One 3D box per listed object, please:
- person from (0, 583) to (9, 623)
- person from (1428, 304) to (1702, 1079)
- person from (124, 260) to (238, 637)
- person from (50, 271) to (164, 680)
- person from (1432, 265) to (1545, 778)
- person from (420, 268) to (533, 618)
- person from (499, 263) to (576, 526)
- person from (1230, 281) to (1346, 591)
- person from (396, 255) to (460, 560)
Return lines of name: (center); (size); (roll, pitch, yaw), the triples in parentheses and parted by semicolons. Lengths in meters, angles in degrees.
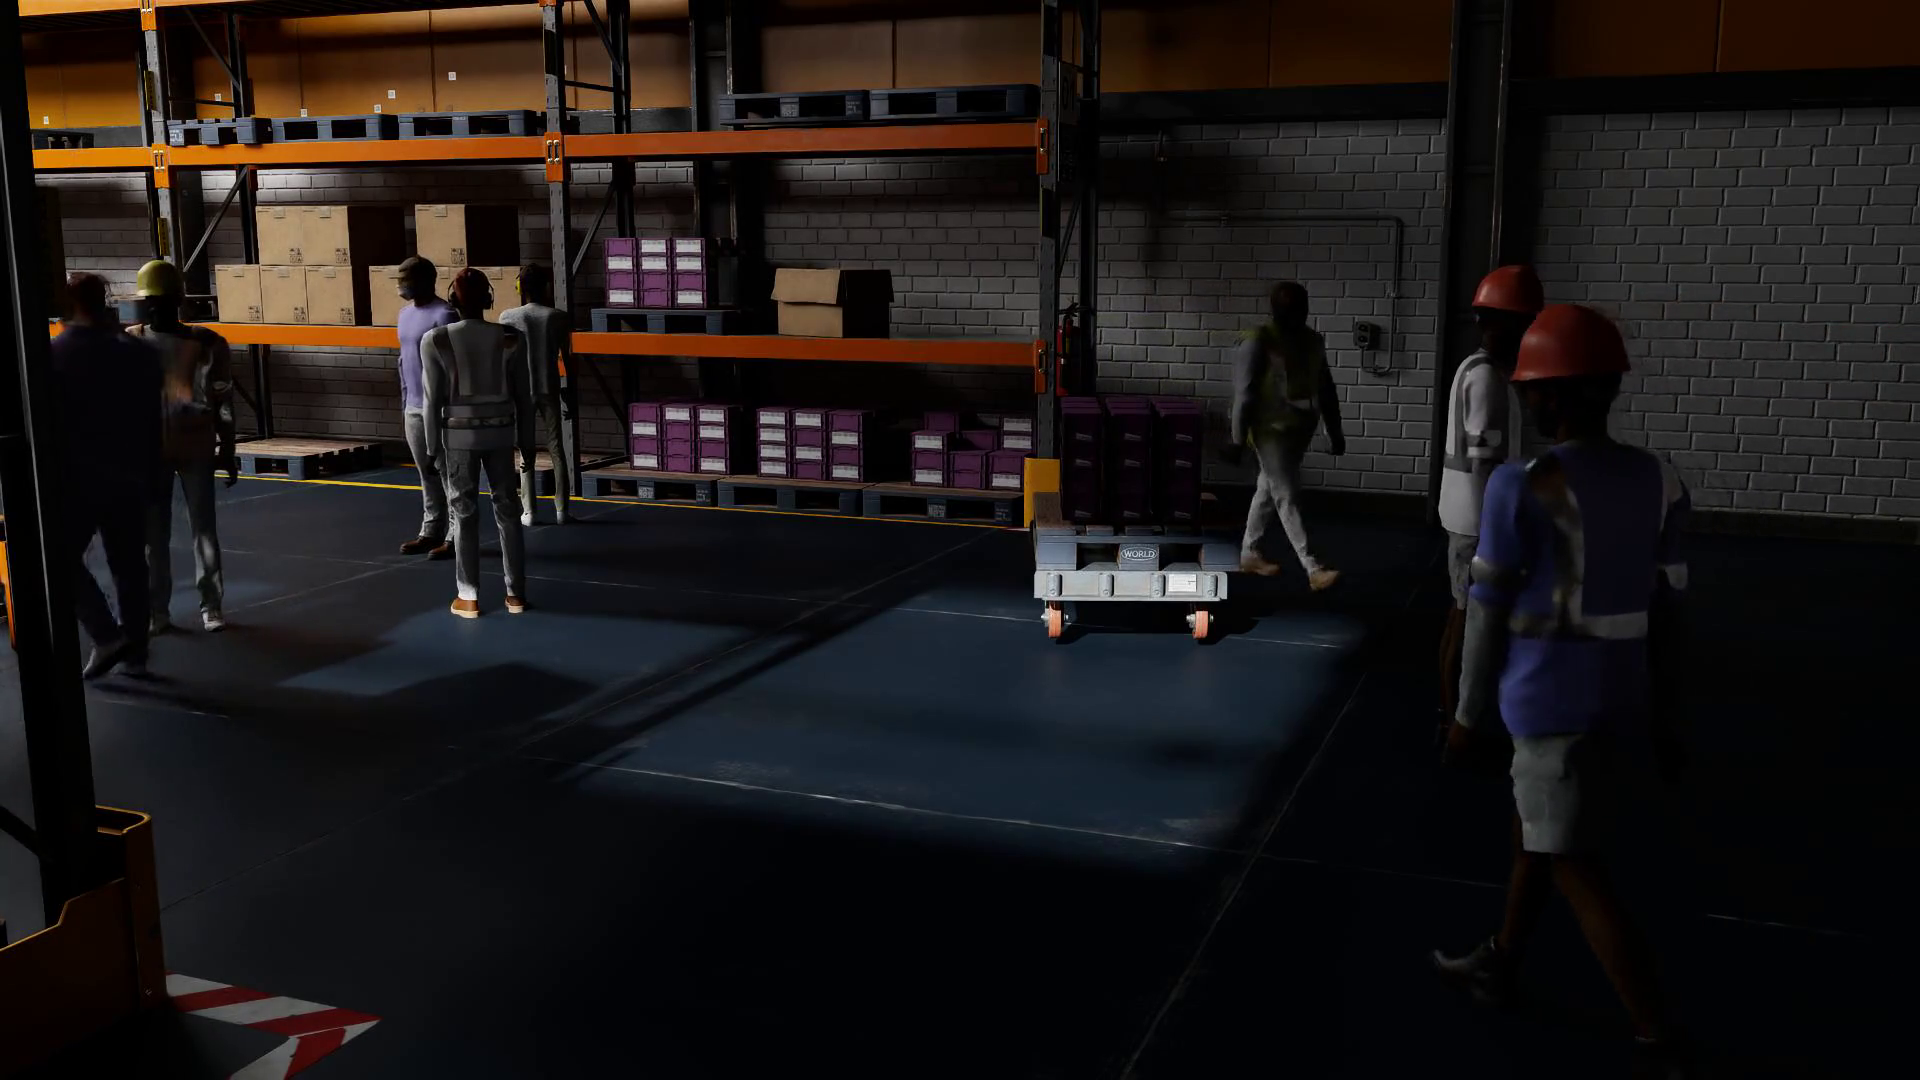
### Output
person: (-5.275, -0.473, 8.736); (0.572, 1.883, 0.358); (10, 14, 43)
person: (1.499, 0.389, 3.965); (0.530, 1.888, 1.011); (-5, 11, -27)
person: (-4.041, -0.466, 8.571); (0.587, 1.928, 0.381); (-3, 11, -16)
person: (-3.956, -0.277, 7.629); (0.434, 1.888, 0.665); (6, 12, 30)
person: (2.028, -0.074, 6.376); (0.376, 1.933, 0.545); (3, 10, 14)
person: (-2.599, -0.520, 8.993); (0.585, 1.882, 0.337); (-5, 12, -28)
person: (-3.020, -1.030, 11.889); (0.536, 1.864, 0.312); (-4, 11, -21)
person: (1.981, -0.610, 9.742); (0.759, 1.777, 0.957); (-8, 13, -37)
person: (-3.377, -0.841, 10.638); (0.630, 1.936, 0.366); (9, 14, 41)
